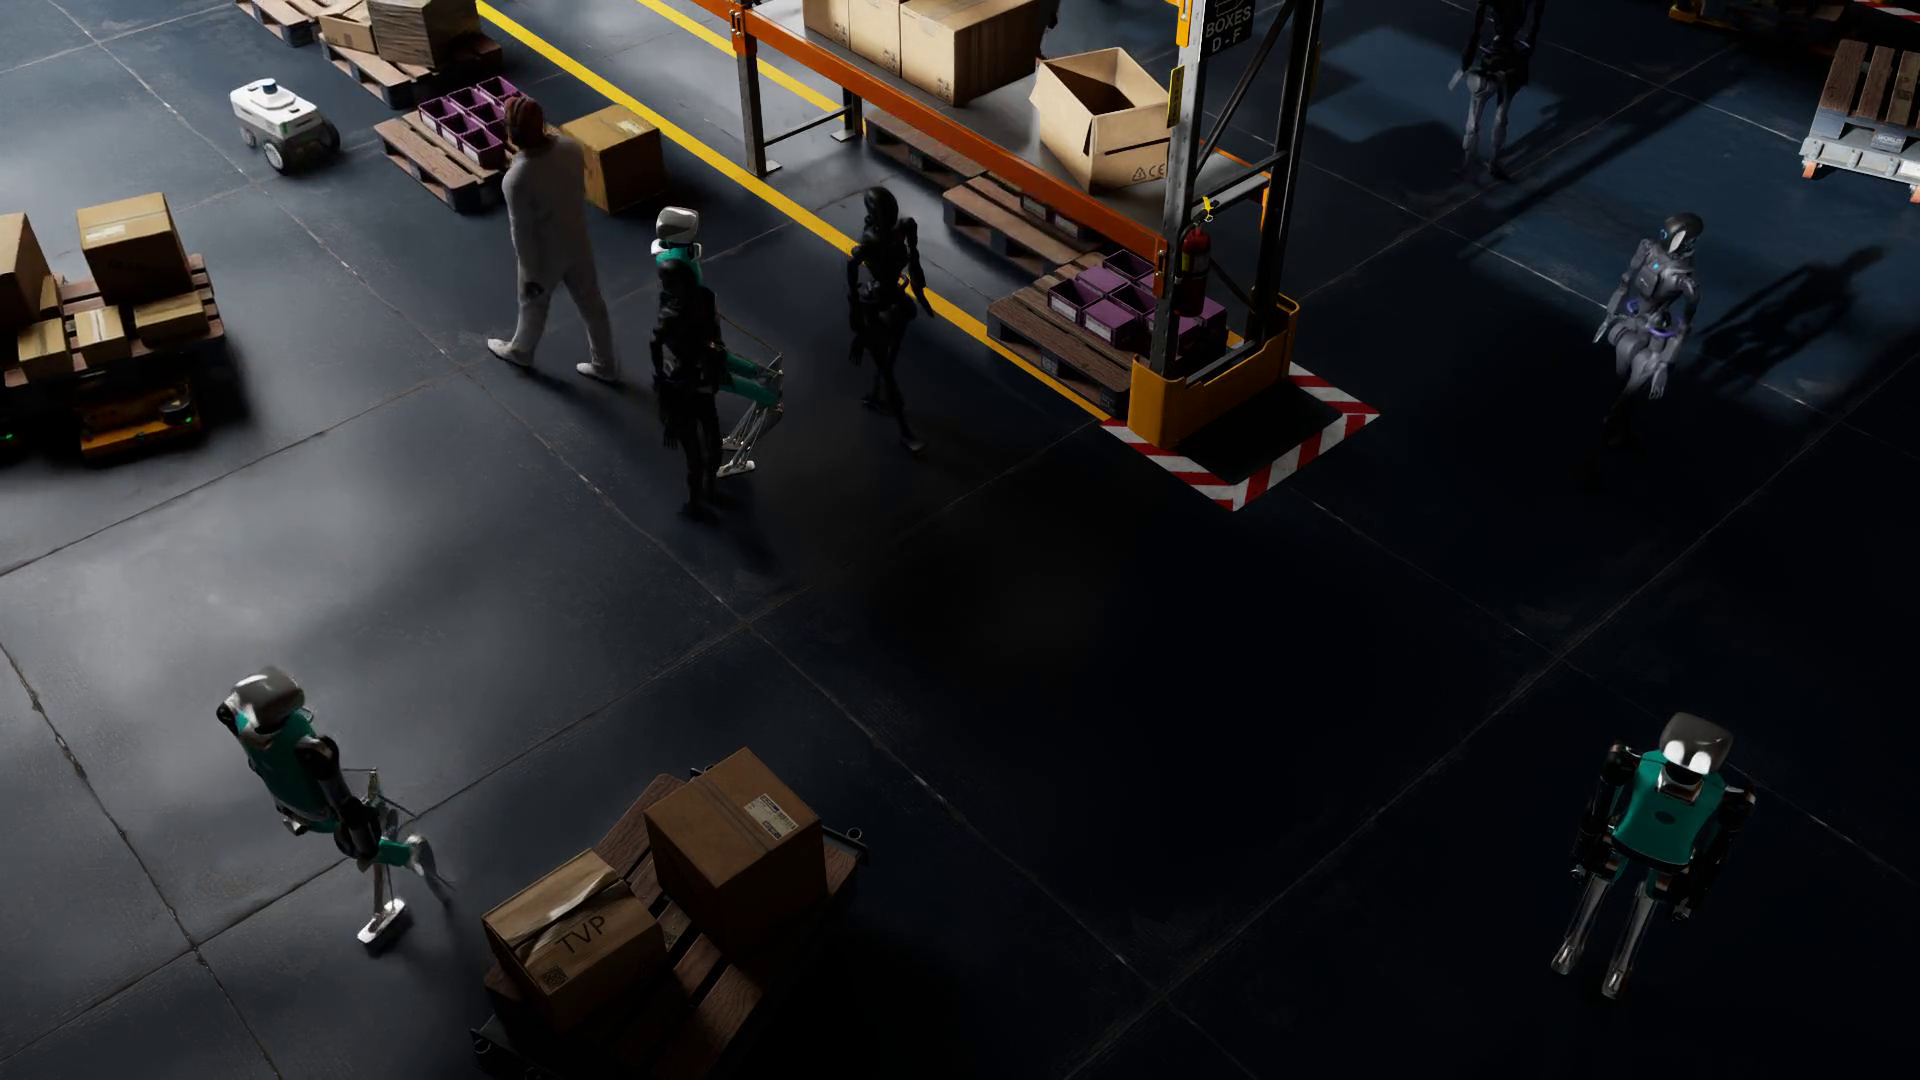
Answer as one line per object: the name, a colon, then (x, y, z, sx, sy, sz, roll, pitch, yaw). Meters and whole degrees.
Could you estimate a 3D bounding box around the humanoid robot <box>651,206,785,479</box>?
humanoid robot: (-1.233, -1.069, 9.074, 0.735, 1.677, 0.533, -4, 43, -4)

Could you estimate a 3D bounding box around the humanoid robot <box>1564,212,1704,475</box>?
humanoid robot: (3.750, -1.101, 9.259, 0.644, 1.637, 0.600, -14, 44, -15)

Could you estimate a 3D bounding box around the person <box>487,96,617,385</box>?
person: (-2.511, -1.769, 9.832, 0.910, 1.868, 0.672, 22, 47, 22)

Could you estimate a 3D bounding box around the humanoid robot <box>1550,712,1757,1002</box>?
humanoid robot: (2.757, 1.185, 6.649, 0.533, 1.696, 0.730, 21, 47, 21)

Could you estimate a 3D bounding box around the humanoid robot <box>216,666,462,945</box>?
humanoid robot: (-2.465, 1.087, 6.914, 0.550, 1.899, 0.751, 20, 46, 21)

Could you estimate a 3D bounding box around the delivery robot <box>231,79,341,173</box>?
delivery robot: (-5.003, -3.088, 12.257, 0.815, 0.614, 0.499, 29, 50, 28)

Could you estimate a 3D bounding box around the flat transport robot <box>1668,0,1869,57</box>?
flat transport robot: (6.735, -4.377, 13.856, 1.431, 0.231, 0.659, 24, 48, 24)

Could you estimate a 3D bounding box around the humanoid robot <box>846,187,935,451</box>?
humanoid robot: (-0.363, -1.283, 9.467, 0.694, 1.634, 0.610, 32, 51, 30)

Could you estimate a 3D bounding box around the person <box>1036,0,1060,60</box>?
person: (0.508, -3.850, 12.198, 0.565, 1.735, 0.506, -28, 49, -27)

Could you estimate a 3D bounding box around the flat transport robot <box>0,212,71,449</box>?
flat transport robot: (-6.053, -1.003, 10.186, 0.659, 0.231, 1.431, -12, 44, -13)

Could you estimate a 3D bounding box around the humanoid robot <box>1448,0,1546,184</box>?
humanoid robot: (3.758, -3.319, 11.664, 0.597, 1.659, 0.339, -11, 44, -12)

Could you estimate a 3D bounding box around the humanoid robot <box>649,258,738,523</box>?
humanoid robot: (-1.434, -0.810, 8.932, 0.327, 1.647, 0.584, 19, 46, 20)

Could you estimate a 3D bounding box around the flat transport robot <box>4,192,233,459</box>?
flat transport robot: (-5.123, -1.054, 10.241, 0.659, 0.231, 1.431, -18, 46, -19)
